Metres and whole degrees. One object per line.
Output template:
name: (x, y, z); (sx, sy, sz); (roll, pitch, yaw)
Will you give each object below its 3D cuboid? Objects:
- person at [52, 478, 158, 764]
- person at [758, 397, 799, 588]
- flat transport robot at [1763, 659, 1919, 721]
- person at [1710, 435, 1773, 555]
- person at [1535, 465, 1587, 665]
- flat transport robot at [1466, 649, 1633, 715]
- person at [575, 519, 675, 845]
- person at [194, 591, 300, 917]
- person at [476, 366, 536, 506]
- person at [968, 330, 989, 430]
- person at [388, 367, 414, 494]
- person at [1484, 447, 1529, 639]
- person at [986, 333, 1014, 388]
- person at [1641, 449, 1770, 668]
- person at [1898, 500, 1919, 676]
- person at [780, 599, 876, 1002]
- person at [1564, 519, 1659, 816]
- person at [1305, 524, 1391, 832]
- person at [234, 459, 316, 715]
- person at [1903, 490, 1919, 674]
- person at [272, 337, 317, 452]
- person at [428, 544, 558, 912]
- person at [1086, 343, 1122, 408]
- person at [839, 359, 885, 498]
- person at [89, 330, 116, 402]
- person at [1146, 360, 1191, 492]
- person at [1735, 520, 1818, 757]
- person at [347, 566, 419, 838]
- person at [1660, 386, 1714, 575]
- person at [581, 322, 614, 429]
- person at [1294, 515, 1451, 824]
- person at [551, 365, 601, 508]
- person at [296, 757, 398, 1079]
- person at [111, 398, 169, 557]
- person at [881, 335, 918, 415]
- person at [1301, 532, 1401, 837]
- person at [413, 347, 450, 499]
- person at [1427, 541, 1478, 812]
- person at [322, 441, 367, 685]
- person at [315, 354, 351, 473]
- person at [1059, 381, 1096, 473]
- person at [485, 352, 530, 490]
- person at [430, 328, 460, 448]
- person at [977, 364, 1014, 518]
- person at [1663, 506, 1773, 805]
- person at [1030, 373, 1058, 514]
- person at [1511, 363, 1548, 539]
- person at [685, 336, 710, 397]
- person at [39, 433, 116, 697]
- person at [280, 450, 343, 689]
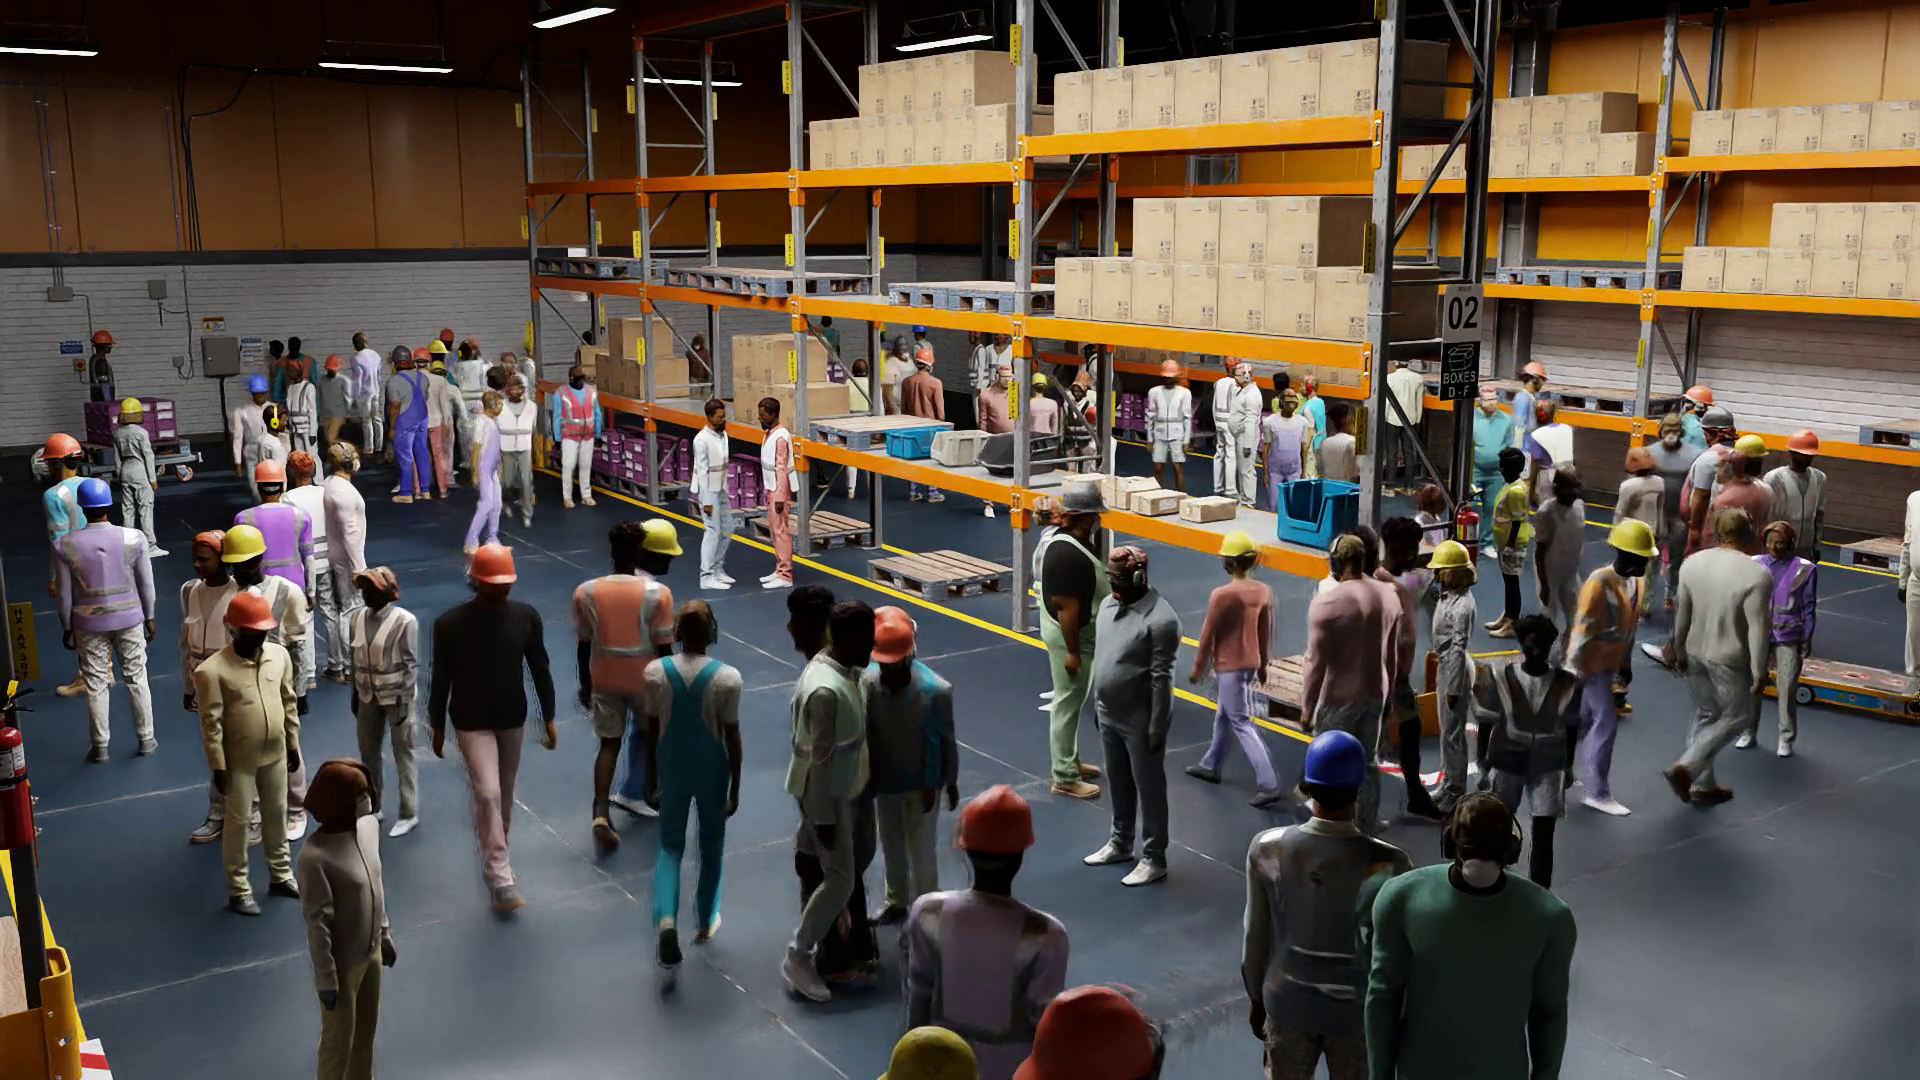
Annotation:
person: (-5.783, 0.545, 11.295); (0.609, 1.950, 0.379); (-7, 13, -31)
person: (-1.823, -0.480, 16.657); (0.402, 1.909, 0.599); (-3, 12, -17)
flat transport robot: (6.848, 1.130, 12.612); (0.652, 0.197, 1.431); (-11, 15, -44)
person: (6.405, 0.096, 13.646); (0.363, 1.930, 0.587); (-5, 12, -24)
person: (4.643, 0.292, 12.965); (0.548, 1.801, 0.506); (-5, 12, -24)
flat transport robot: (4.424, 1.089, 12.823); (0.652, 0.197, 1.431); (-4, 12, -19)
person: (-2.001, 0.829, 9.910); (0.629, 1.921, 0.912); (1, 11, 5)
person: (-3.750, 1.125, 8.863); (0.353, 1.742, 0.566); (6, 13, 30)
person: (-5.834, -1.296, 21.099); (0.904, 1.797, 0.654); (-7, 13, -31)
person: (0.288, -2.558, 27.372); (0.371, 1.878, 0.588); (-2, 11, -8)
person: (-7.428, -1.476, 22.205); (0.489, 1.737, 0.322); (4, 12, 22)
person: (4.834, 0.021, 14.636); (0.319, 1.693, 0.533); (2, 11, 12)
person: (0.678, -2.637, 27.837); (0.567, 1.849, 0.386); (4, 12, 18)
person: (6.108, 0.188, 13.372); (0.647, 1.855, 0.998); (-9, 14, -37)
person: (7.308, 0.348, 12.457); (0.402, 1.896, 0.652); (-4, 12, -21)
person: (-0.620, 1.220, 7.972); (0.427, 1.898, 0.626); (1, 11, 7)
person: (3.974, 0.755, 10.457); (0.608, 1.877, 0.769); (-10, 15, -43)
person: (2.316, 0.856, 9.860); (0.539, 1.885, 0.648); (-4, 12, -22)
person: (-5.051, 0.363, 12.298); (0.549, 1.925, 0.384); (-7, 13, -32)
person: (7.718, 0.245, 13.112); (0.396, 1.841, 0.565); (-9, 14, -39)
person: (-10.103, -2.142, 25.251); (0.703, 1.859, 0.855); (1, 11, 7)
person: (-2.463, 0.997, 8.967); (0.641, 1.950, 0.941); (-9, 14, -38)
person: (2.076, -1.995, 24.060); (0.535, 2.000, 0.681); (-1, 11, -7)
person: (-1.301, -1.453, 21.822); (0.637, 1.839, 0.428); (1, 11, 4)
person: (-12.477, -2.041, 24.306); (0.404, 2.036, 0.606); (-8, 14, -35)
person: (2.588, -1.281, 20.689); (0.562, 1.927, 0.393); (3, 11, 14)
person: (5.614, 0.667, 11.492); (0.529, 1.631, 0.312); (8, 14, 35)
person: (-3.449, 0.964, 9.968); (0.525, 1.636, 0.352); (4, 12, 21)
person: (7.431, -0.579, 16.955); (0.388, 1.987, 0.608); (-2, 11, -9)
person: (-6.098, -2.763, 28.141); (0.621, 1.986, 0.407); (-3, 12, -17)
person: (2.544, 0.787, 10.169); (0.942, 1.930, 0.603); (6, 13, 28)
person: (-4.867, -1.318, 21.168); (0.638, 1.827, 0.432); (-9, 14, -40)
person: (-2.378, 1.638, 6.509); (0.288, 1.634, 0.499); (2, 11, 8)
person: (-8.938, -0.675, 18.073); (0.486, 1.744, 0.294); (3, 11, 15)
person: (-0.734, -1.940, 23.782); (0.702, 2.000, 0.727); (9, 14, 40)
person: (2.230, 0.913, 9.504); (0.637, 1.922, 0.403); (-6, 13, -28)
person: (-7.018, -1.532, 21.844); (0.617, 1.984, 0.408); (-3, 11, -14)
person: (3.010, 0.856, 10.273); (0.324, 1.735, 0.490); (2, 11, 9)
person: (-4.847, 0.180, 13.190); (0.359, 1.939, 0.635); (-7, 13, -31)
person: (-9.086, -1.867, 24.216); (0.587, 1.715, 0.658); (4, 12, 18)
person: (1.497, -1.201, 21.051); (0.513, 1.632, 0.312); (5, 12, 26)
person: (-6.098, -1.601, 22.426); (0.595, 1.890, 0.662); (9, 14, 39)
person: (-8.141, -2.420, 26.542); (0.577, 1.923, 0.401); (-5, 12, -22)
person: (0.539, -1.211, 20.431); (0.642, 1.899, 0.394); (-3, 11, -15)
person: (4.653, 0.750, 10.305); (0.578, 1.925, 0.664); (-5, 12, -26)
person: (0.967, -1.200, 20.711); (0.532, 1.766, 0.327); (-5, 12, -26)
person: (6.588, -1.041, 19.296); (0.441, 2.002, 0.730); (6, 12, 26)
person: (-4.654, -2.853, 29.657); (0.504, 1.560, 0.918); (1, 11, 6)
person: (-6.847, 0.194, 12.851); (0.373, 2.043, 0.615); (1, 11, 5)
person: (-5.124, 0.229, 13.090); (0.355, 1.883, 0.574); (8, 14, 37)
